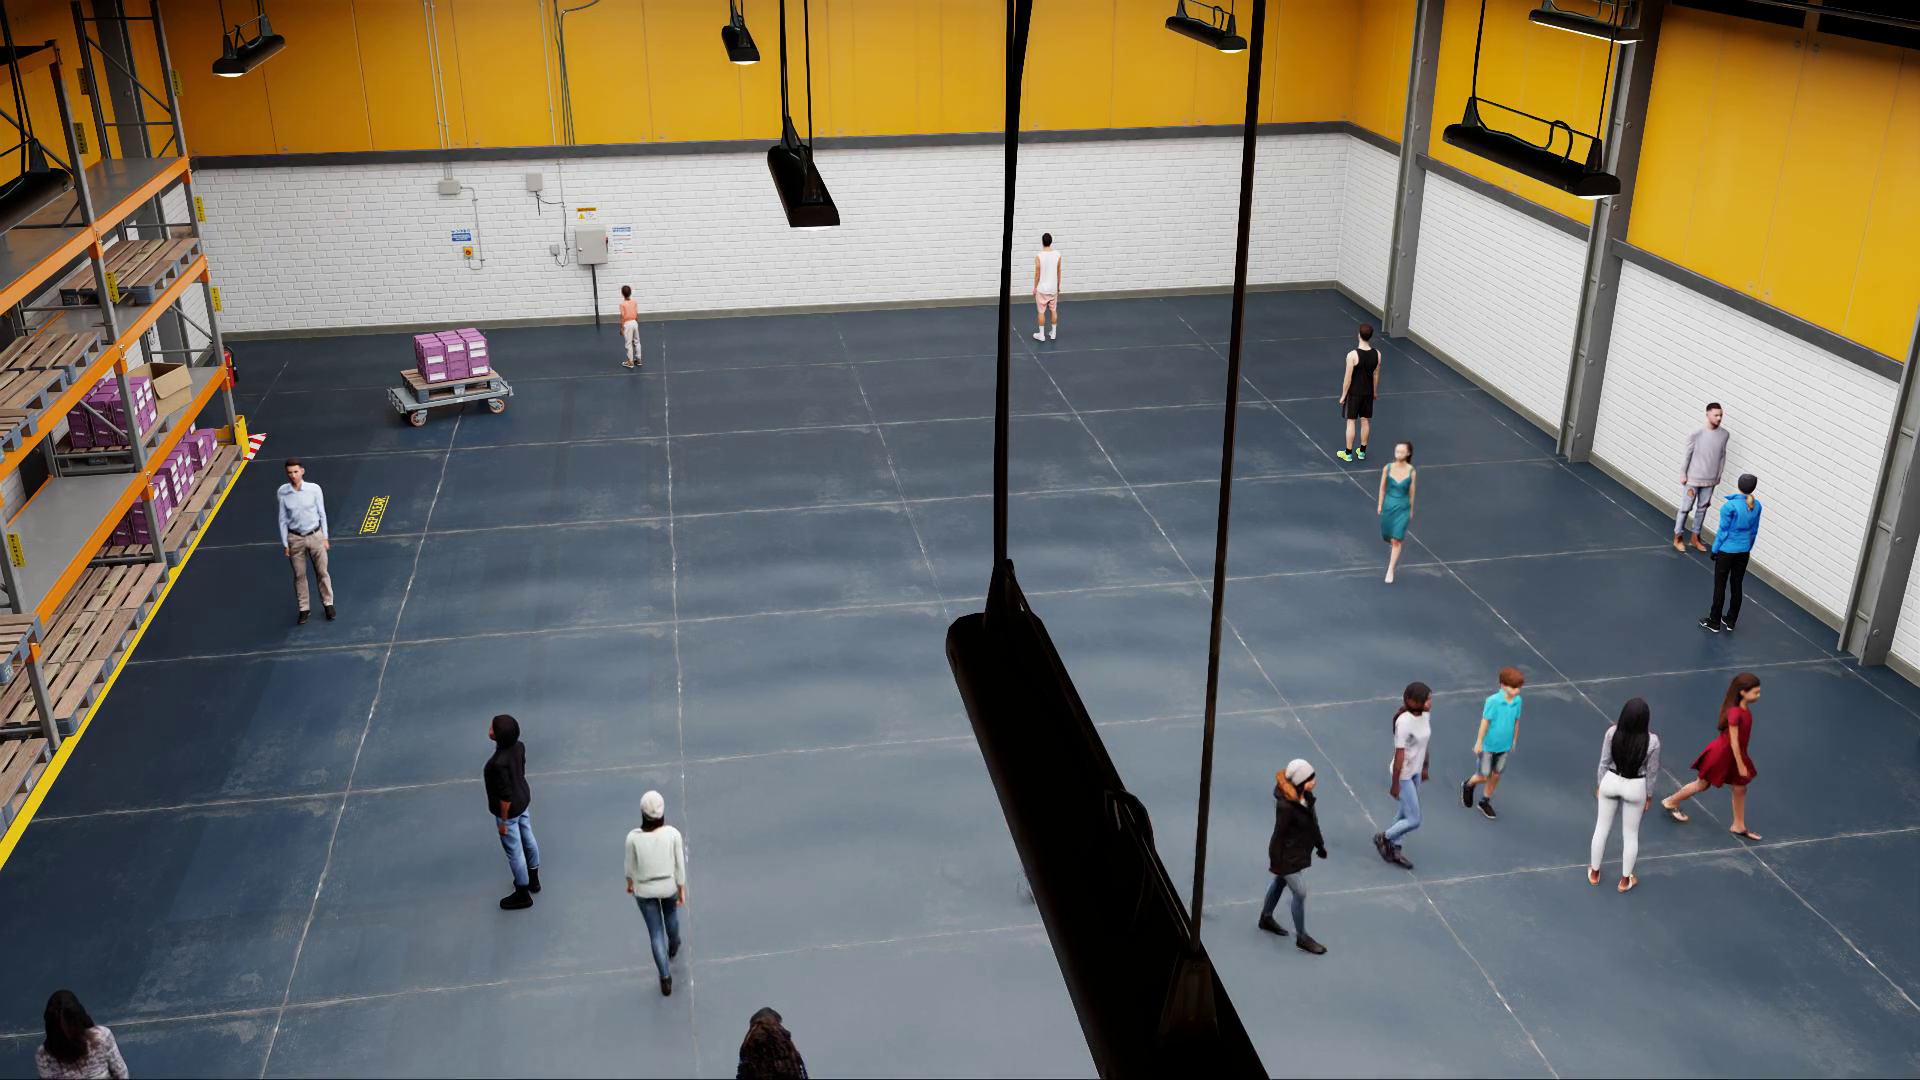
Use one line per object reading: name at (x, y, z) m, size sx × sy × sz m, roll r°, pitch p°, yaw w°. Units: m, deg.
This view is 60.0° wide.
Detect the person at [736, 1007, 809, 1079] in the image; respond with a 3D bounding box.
person at (-1.117, 3.567, 10.101) m, size 0.650 × 1.611 × 0.621 m, roll -2°, pitch 24°, yaw -5°

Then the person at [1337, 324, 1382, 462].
person at (5.400, -1.993, 22.471) m, size 0.704 × 1.891 × 0.593 m, roll -6°, pitch 24°, yaw -13°

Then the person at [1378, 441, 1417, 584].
person at (5.005, -0.358, 19.003) m, size 0.834 × 1.673 × 0.958 m, roll 10°, pitch 26°, yaw 22°

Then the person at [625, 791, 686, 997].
person at (-2.225, 2.619, 12.256) m, size 0.625 × 1.622 × 0.911 m, roll -6°, pitch 24°, yaw -14°

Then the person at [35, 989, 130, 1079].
person at (-5.310, 3.480, 10.150) m, size 0.688 × 1.731 × 0.655 m, roll -14°, pitch 27°, yaw -29°

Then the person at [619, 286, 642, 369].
person at (-5.239, -3.403, 26.421) m, size 0.570 × 1.310 × 0.609 m, roll -21°, pitch 31°, yaw -40°

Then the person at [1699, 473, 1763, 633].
person at (8.248, 0.129, 17.733) m, size 0.619 × 1.797 × 0.513 m, roll -3°, pitch 24°, yaw -7°

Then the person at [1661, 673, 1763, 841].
person at (6.455, 1.823, 14.207) m, size 1.070 × 1.518 × 0.944 m, roll 18°, pitch 30°, yaw 36°

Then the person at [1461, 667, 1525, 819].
person at (4.640, 1.725, 14.531) m, size 0.574 × 1.437 × 0.620 m, roll -4°, pitch 24°, yaw -9°

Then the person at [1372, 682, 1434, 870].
person at (3.621, 1.923, 13.728) m, size 0.819 × 1.717 × 0.763 m, roll 20°, pitch 31°, yaw 38°

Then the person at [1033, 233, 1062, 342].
person at (1.448, -4.211, 27.671) m, size 0.674 × 1.789 × 0.623 m, roll -8°, pitch 25°, yaw -18°

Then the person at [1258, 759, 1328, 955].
person at (2.481, 2.374, 12.825) m, size 0.927 × 1.614 × 0.886 m, roll 13°, pitch 27°, yaw 27°

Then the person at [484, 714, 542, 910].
person at (-3.560, 2.141, 13.249) m, size 0.696 × 1.702 × 0.573 m, roll 4°, pitch 24°, yaw 8°

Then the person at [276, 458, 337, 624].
person at (-7.088, -0.020, 18.011) m, size 0.683 × 1.848 × 0.660 m, roll -8°, pitch 25°, yaw -18°

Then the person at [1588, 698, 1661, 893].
person at (5.362, 2.041, 13.451) m, size 0.667 × 1.724 × 0.713 m, roll 13°, pitch 27°, yaw 28°

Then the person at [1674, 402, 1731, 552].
person at (8.796, -0.774, 19.746) m, size 0.699 × 1.839 × 0.610 m, roll -1°, pitch 24°, yaw -3°
